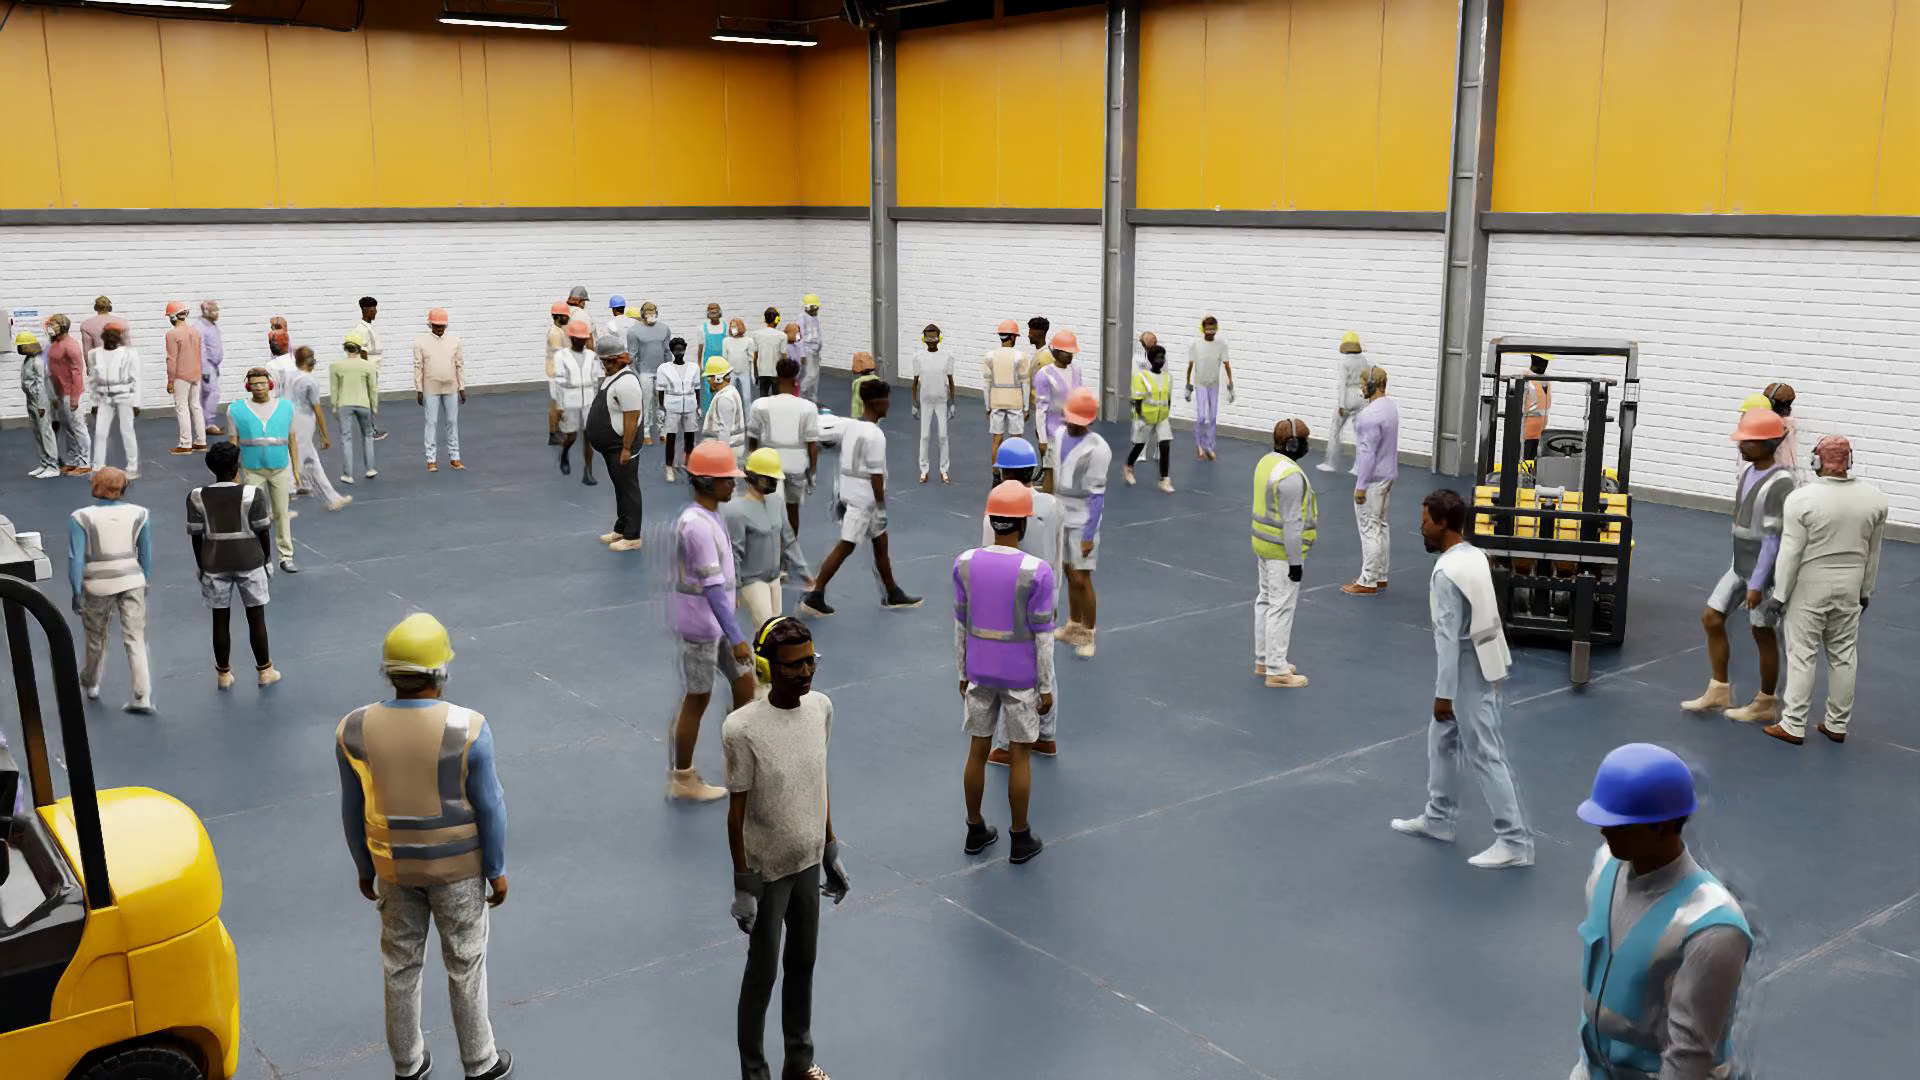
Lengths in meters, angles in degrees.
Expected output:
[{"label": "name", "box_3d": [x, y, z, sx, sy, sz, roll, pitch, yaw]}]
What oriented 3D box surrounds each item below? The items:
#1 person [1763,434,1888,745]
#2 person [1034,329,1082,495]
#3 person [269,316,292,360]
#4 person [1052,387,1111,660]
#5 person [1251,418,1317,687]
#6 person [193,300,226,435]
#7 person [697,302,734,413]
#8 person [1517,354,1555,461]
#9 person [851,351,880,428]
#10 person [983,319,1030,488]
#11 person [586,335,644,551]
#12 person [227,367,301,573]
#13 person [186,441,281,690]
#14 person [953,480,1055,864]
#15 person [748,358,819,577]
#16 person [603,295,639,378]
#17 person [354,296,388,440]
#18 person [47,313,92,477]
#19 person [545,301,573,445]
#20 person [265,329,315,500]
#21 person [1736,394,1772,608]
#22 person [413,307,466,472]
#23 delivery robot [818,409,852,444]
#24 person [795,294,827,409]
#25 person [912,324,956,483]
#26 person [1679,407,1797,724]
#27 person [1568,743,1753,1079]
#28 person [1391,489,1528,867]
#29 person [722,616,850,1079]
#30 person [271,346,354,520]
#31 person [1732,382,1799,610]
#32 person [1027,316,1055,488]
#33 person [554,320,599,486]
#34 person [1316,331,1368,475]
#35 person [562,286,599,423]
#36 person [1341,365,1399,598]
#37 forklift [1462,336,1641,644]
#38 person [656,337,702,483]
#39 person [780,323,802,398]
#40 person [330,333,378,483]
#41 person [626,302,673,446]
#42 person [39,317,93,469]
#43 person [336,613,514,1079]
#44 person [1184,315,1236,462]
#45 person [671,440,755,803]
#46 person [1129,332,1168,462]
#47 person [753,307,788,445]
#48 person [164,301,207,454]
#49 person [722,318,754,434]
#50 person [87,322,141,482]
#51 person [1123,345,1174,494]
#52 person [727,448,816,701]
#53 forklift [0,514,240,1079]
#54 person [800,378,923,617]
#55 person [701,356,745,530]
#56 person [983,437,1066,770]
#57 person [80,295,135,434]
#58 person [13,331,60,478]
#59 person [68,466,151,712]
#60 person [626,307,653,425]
[{"label": "person", "box_3d": [5.225, 0.305, 10.107, 0.639, 1.902, 0.406, -1, 12, -5]}, {"label": "person", "box_3d": [1.004, -1.060, 16.393, 0.613, 2.031, 0.410, -11, 16, -43]}, {"label": "person", "box_3d": [-9.550, -2.334, 23.481, 0.308, 1.639, 0.524, -3, 12, -12]}, {"label": "person", "box_3d": [0.805, -0.139, 12.058, 0.420, 1.998, 0.788, -6, 13, -26]}, {"label": "person", "box_3d": [2.207, 0.081, 11.359, 0.429, 1.838, 0.629, -1, 12, -6]}, {"label": "person", "box_3d": [-10.519, -2.410, 23.252, 0.449, 1.880, 0.645, -1, 12, -6]}, {"label": "person", "box_3d": [-3.448, -2.458, 23.620, 0.529, 1.835, 0.362, -3, 12, -13]}, {"label": "person", "box_3d": [5.730, -1.061, 16.660, 0.584, 1.917, 0.381, -11, 16, -43]}, {"label": "person", "box_3d": [-1.036, -1.263, 18.343, 0.275, 1.627, 0.499, 7, 13, 29]}, {"label": "person", "box_3d": [0.542, -1.540, 18.945, 0.542, 1.929, 0.374, 4, 12, 17]}, {"label": "person", "box_3d": [-3.251, -0.925, 15.704, 0.536, 2.000, 0.681, -4, 13, -21]}, {"label": "person", "box_3d": [-6.111, -0.609, 14.651, 0.564, 1.846, 0.390, -7, 13, -30]}, {"label": "person", "box_3d": [-4.900, 0.177, 11.224, 0.529, 1.694, 0.321, -2, 12, -9]}, {"label": "person", "box_3d": [0.230, 0.659, 8.333, 0.544, 1.930, 0.389, 6, 13, 27]}, {"label": "person", "box_3d": [-1.555, -0.647, 14.715, 0.613, 1.912, 1.043, -2, 12, -10]}, {"label": "person", "box_3d": [-4.768, -2.484, 23.488, 0.605, 1.939, 0.415, -9, 15, -38]}, {"label": "person", "box_3d": [-8.100, -2.360, 22.817, 0.362, 1.962, 0.614, -2, 12, -10]}, {"label": "person", "box_3d": [-10.628, -1.723, 19.806, 0.630, 1.940, 0.373, 10, 16, 41]}, {"label": "person", "box_3d": [-5.363, -2.241, 22.354, 0.398, 1.929, 0.543, -2, 12, -8]}, {"label": "person", "box_3d": [-7.372, -1.370, 18.253, 0.357, 1.880, 0.575, 5, 13, 22]}, {"label": "person", "box_3d": [6.383, -0.312, 13.467, 0.296, 1.744, 0.485, 6, 13, 28]}, {"label": "person", "box_3d": [-6.311, -1.835, 20.208, 0.609, 1.995, 0.376, -7, 14, -31]}, {"label": "delivery robot", "box_3d": [-1.736, -1.462, 21.675, 0.477, 0.478, 0.707, 10, 16, 41]}, {"label": "person", "box_3d": [-2.324, -2.919, 25.864, 0.420, 1.817, 0.635, 5, 13, 23]}, {"label": "person", "box_3d": [-0.306, -1.583, 19.331, 0.512, 1.861, 0.325, 0, 12, -1]}, {"label": "person", "box_3d": [4.871, 0.179, 10.412, 0.718, 2.020, 0.646, 0, 12, 2]}, {"label": "person", "box_3d": [1.744, 1.467, 4.460, 0.837, 1.907, 0.610, -3, 12, -14]}, {"label": "person", "box_3d": [2.594, 0.688, 8.386, 0.725, 1.869, 0.602, 6, 13, 25]}, {"label": "person", "box_3d": [-0.608, 1.177, 5.961, 0.328, 1.873, 0.520, 10, 15, 40]}, {"label": "person", "box_3d": [-6.797, -1.112, 17.255, 0.504, 1.779, 0.962, 9, 15, 38]}, {"label": "person", "box_3d": [6.527, -0.357, 13.459, 0.622, 1.838, 0.429, -8, 14, -35]}, {"label": "person", "box_3d": [0.927, -1.575, 19.024, 0.362, 1.963, 0.613, -1, 12, -3]}, {"label": "person", "box_3d": [-4.445, -1.601, 19.272, 0.548, 1.914, 0.650, -8, 14, -33]}, {"label": "person", "box_3d": [4.649, -1.646, 19.990, 0.493, 1.709, 0.759, -7, 13, -29]}, {"label": "person", "box_3d": [-5.506, -2.695, 24.251, 0.679, 2.000, 0.537, 10, 15, 39]}, {"label": "person", "box_3d": [3.461, -0.492, 13.897, 0.367, 1.929, 0.637, 7, 13, 29]}, {"label": "forklift", "box_3d": [4.683, -0.471, 13.136, 1.214, 2.155, 2.313, 4, 12, 20]}, {"label": "person", "box_3d": [-3.264, -1.517, 19.397, 0.541, 1.696, 0.315, -6, 13, -26]}, {"label": "person", "box_3d": [-2.263, -2.098, 22.356, 0.265, 1.631, 0.507, 3, 12, 16]}, {"label": "person", "box_3d": [-7.081, -1.547, 19.469, 0.524, 1.721, 0.602, -4, 12, -17]}, {"label": "person", "box_3d": [-4.131, -2.223, 22.258, 0.641, 1.927, 0.386, -8, 14, -34]}, {"label": "person", "box_3d": [-10.798, -1.755, 20.051, 0.633, 1.897, 0.549, 4, 12, 20]}, {"label": "person", "box_3d": [-1.940, 1.167, 6.106, 0.595, 1.832, 0.404, 1, 12, 3]}, {"label": "person", "box_3d": [3.139, -1.901, 20.897, 0.606, 1.843, 0.535, -2, 12, -8]}, {"label": "person", "box_3d": [-1.222, 0.466, 9.062, 0.834, 2.015, 0.621, 0, 12, 0]}, {"label": "person", "box_3d": [2.373, -1.795, 20.886, 0.514, 1.638, 0.311, -4, 12, -20]}, {"label": "person", "box_3d": [-2.521, -2.179, 22.216, 0.533, 1.855, 0.346, 3, 12, 16]}, {"label": "person", "box_3d": [-10.056, -2.104, 21.555, 0.411, 1.980, 0.625, 2, 12, 11]}, {"label": "person", "box_3d": [-3.109, -2.307, 23.369, 0.506, 1.632, 0.269, 2, 12, 12]}, {"label": "person", "box_3d": [-9.873, -1.577, 19.316, 0.608, 1.850, 0.711, -1, 12, -3]}, {"label": "person", "box_3d": [2.150, -1.396, 18.876, 0.525, 1.670, 0.804, -5, 13, -21]}, {"label": "person", "box_3d": [-1.227, 0.273, 10.613, 0.424, 1.748, 0.546, 6, 13, 26]}, {"label": "forklift", "box_3d": [-3.687, 1.115, 5.480, 2.313, 2.155, 1.214, -9, 15, -36]}, {"label": "person", "box_3d": [-0.819, -0.334, 13.188, 1.043, 1.912, 0.612, -4, 12, -20]}, {"label": "person", "box_3d": [-2.249, -0.841, 15.843, 0.403, 1.818, 0.606, -1, 12, -4]}, {"label": "person", "box_3d": [0.353, 0.366, 9.720, 0.612, 1.938, 0.416, -10, 16, -41]}, {"label": "person", "box_3d": [-11.927, -2.449, 23.310, 0.627, 1.940, 0.371, -6, 13, -26]}, {"label": "person", "box_3d": [-10.988, -1.610, 19.753, 0.484, 1.737, 0.322, 11, 16, 42]}, {"label": "person", "box_3d": [-5.525, 0.312, 10.830, 0.549, 1.581, 0.844, -11, 16, -43]}, {"label": "person", "box_3d": [-4.682, -2.494, 24.028, 0.322, 1.736, 0.488, 5, 13, 22]}]
